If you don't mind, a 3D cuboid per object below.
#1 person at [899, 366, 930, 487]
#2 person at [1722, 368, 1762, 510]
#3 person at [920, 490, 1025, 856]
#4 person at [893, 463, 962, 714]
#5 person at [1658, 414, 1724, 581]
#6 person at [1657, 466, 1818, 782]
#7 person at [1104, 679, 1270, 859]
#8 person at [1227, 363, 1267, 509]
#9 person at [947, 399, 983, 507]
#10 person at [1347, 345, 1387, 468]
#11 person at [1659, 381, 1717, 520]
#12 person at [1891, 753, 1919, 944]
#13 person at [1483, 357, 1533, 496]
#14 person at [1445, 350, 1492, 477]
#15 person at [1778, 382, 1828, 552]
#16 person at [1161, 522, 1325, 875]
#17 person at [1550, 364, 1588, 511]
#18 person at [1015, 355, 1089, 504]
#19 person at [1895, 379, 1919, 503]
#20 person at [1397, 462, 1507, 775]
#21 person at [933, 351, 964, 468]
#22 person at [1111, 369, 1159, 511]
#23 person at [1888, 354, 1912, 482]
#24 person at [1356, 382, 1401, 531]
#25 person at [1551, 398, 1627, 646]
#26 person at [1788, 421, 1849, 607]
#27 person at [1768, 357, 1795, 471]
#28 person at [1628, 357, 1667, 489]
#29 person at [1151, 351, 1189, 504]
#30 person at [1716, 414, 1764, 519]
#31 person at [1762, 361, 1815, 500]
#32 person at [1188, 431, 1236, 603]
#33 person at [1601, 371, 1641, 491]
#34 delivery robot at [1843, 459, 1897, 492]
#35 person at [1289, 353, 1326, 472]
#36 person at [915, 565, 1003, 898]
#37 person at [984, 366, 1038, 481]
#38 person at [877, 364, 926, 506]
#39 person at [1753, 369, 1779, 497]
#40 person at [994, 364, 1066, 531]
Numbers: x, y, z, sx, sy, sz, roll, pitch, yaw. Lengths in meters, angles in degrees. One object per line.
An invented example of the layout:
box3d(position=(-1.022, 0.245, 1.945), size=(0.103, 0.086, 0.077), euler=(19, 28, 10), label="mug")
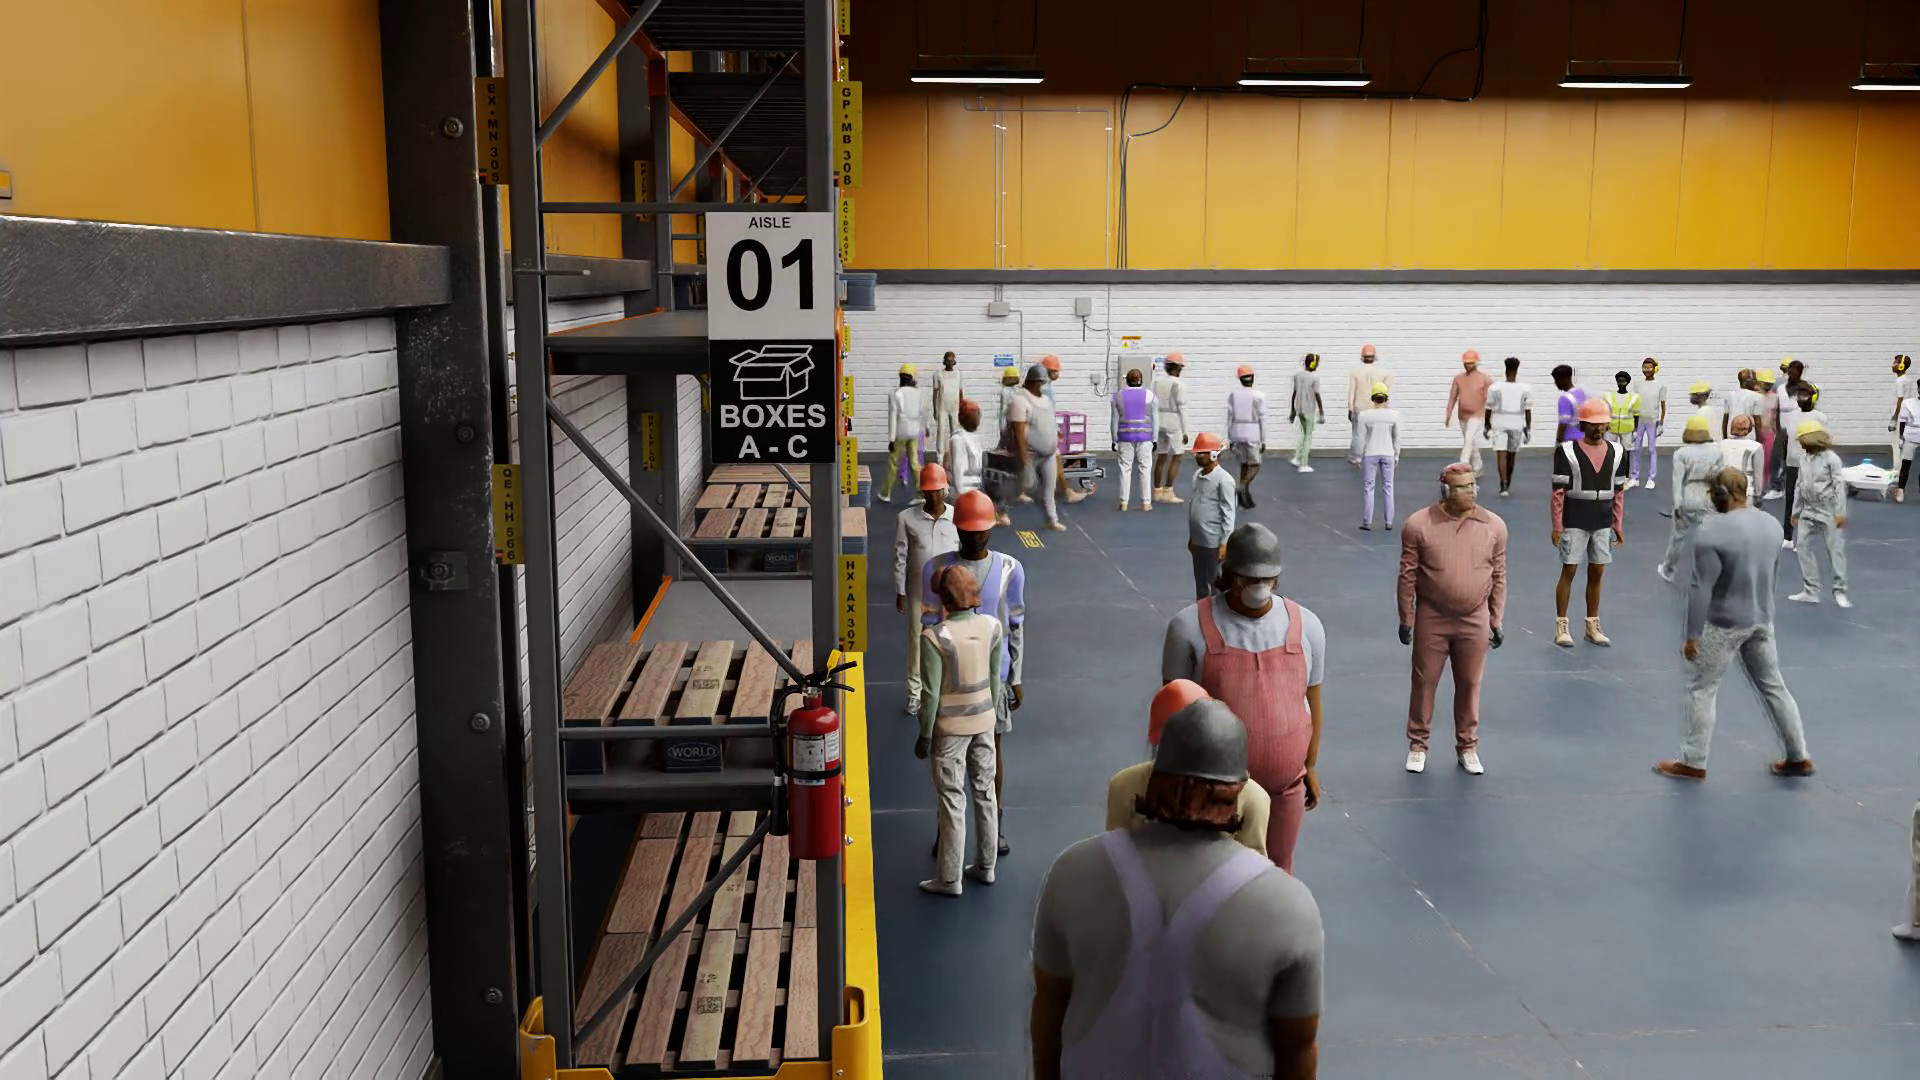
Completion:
box3d(position=(-0.681, -1.625, 23.872), size=(0.570, 1.740, 0.360), euler=(-4, 10, -24), label="person")
box3d(position=(10.057, -1.283, 21.397), size=(0.351, 1.842, 0.507), euler=(-6, 11, -34), label="person")
box3d(position=(0.067, 0.696, 8.676), size=(0.550, 1.935, 0.364), euler=(-1, 9, -4), label="person")
box3d(position=(-0.181, 0.336, 11.507), size=(0.571, 1.751, 0.329), euler=(-1, 9, -4), label="person")
box3d(position=(7.116, -0.369, 16.123), size=(0.492, 1.695, 0.909), euler=(1, 9, 6), label="person")
box3d(position=(4.666, 0.517, 9.938), size=(0.790, 1.911, 0.513), euler=(-3, 10, -19), label="person")
box3d(position=(0.721, 1.304, 5.456), size=(0.561, 1.745, 0.346), euler=(3, 10, 20), label="person")
box3d(position=(3.661, -1.317, 21.435), size=(0.547, 1.904, 0.638), euler=(5, 11, 30), label="person")
box3d(position=(0.029, -0.456, 16.169), size=(0.437, 1.855, 0.719), euler=(3, 9, 16), label="person")
box3d(position=(6.326, -2.051, 25.882), size=(0.627, 1.942, 0.972), euler=(1, 9, 5), label="person")
box3d(position=(9.084, -1.083, 20.539), size=(0.876, 1.717, 0.572), euler=(5, 10, 28), label="person")
box3d(position=(4.459, 1.062, 7.367), size=(0.511, 1.619, 0.566), euler=(1, 9, 4), label="person")
box3d(position=(7.565, -1.569, 22.987), size=(0.614, 1.916, 1.028), euler=(1, 9, 8), label="person")
box3d(position=(7.557, -1.855, 24.695), size=(1.044, 1.942, 0.644), euler=(-8, 12, -42), label="person")
box3d(position=(9.227, -0.799, 18.268), size=(0.328, 1.872, 0.511), euler=(-5, 10, -27), label="person")
box3d(position=(1.187, 0.930, 6.878), size=(0.687, 2.000, 0.538), euler=(-1, 9, -4), label="person")
box3d(position=(7.642, -1.243, 20.863), size=(0.470, 1.927, 0.700), euler=(9, 13, 44), label="person")
box3d(position=(1.139, -1.445, 21.998), size=(1.045, 1.991, 0.612), euler=(0, 9, -2), label="person")
box3d(position=(12.756, -1.326, 22.110), size=(0.535, 1.699, 0.322), euler=(4, 10, 22), label="person")
box3d(position=(2.993, 0.478, 10.121), size=(0.651, 1.911, 0.409), euler=(1, 9, 6), label="person")
box3d(position=(-0.178, -2.053, 26.219), size=(0.508, 1.847, 0.345), euler=(-2, 9, -13), label="person")
box3d(position=(2.248, -1.286, 21.433), size=(0.619, 1.838, 0.430), euler=(1, 9, 4), label="person")
box3d(position=(13.790, -1.791, 24.480), size=(0.326, 1.876, 0.520), euler=(7, 12, 38), label="person")
box3d(position=(4.969, -0.988, 19.780), size=(0.522, 1.769, 0.318), euler=(0, 9, 1), label="person")
box3d(position=(5.138, -0.141, 13.594), size=(0.613, 2.043, 0.374), euler=(-1, 9, -4), label="person")
box3d(position=(7.957, -0.241, 15.317), size=(0.452, 1.698, 0.582), euler=(-3, 10, -18), label="person")
box3d(position=(12.830, -1.959, 25.877), size=(0.308, 1.769, 0.525), euler=(-9, 12, -43), label="person")
box3d(position=(9.777, -1.665, 23.704), size=(0.513, 1.872, 0.328), euler=(8, 12, 42), label="person")
box3d(position=(2.798, -1.492, 22.145), size=(0.496, 2.020, 0.646), euler=(-7, 11, -37), label="person")
box3d(position=(7.887, -0.461, 16.900), size=(0.314, 1.633, 0.518), euler=(-6, 11, -32), label="person")
box3d(position=(11.146, -1.455, 22.329), size=(0.645, 1.889, 0.594), euler=(-5, 10, -30), label="person")
box3d(position=(2.043, -0.027, 13.781), size=(0.336, 1.749, 0.575), euler=(-4, 10, -23), label="person")
box3d(position=(9.278, -1.530, 23.402), size=(0.534, 1.697, 0.318), euler=(4, 10, 24), label="person")
box3d(position=(12.202, -0.849, 22.402), size=(0.707, 0.478, 0.477), euler=(7, 11, 38), label="delivery robot")
box3d(position=(5.352, -1.958, 25.632), size=(0.395, 1.842, 0.551), euler=(-6, 11, -31), label="person")
box3d(position=(0.001, 0.929, 8.141), size=(0.512, 1.640, 0.309), euler=(-8, 12, -41), label="person")
box3d(position=(0.712, -1.733, 24.660), size=(0.878, 1.701, 0.497), euler=(3, 9, 17), label="person")
box3d(position=(-0.733, -1.390, 22.014), size=(0.623, 1.867, 0.963), euler=(-7, 11, -36), label="person")
box3d(position=(10.955, -1.453, 22.744), size=(0.536, 1.754, 0.364), euler=(0, 9, -2), label="person")
box3d(position=(0.850, -1.131, 19.817), size=(0.819, 2.000, 0.689), euler=(9, 13, 44), label="person")
